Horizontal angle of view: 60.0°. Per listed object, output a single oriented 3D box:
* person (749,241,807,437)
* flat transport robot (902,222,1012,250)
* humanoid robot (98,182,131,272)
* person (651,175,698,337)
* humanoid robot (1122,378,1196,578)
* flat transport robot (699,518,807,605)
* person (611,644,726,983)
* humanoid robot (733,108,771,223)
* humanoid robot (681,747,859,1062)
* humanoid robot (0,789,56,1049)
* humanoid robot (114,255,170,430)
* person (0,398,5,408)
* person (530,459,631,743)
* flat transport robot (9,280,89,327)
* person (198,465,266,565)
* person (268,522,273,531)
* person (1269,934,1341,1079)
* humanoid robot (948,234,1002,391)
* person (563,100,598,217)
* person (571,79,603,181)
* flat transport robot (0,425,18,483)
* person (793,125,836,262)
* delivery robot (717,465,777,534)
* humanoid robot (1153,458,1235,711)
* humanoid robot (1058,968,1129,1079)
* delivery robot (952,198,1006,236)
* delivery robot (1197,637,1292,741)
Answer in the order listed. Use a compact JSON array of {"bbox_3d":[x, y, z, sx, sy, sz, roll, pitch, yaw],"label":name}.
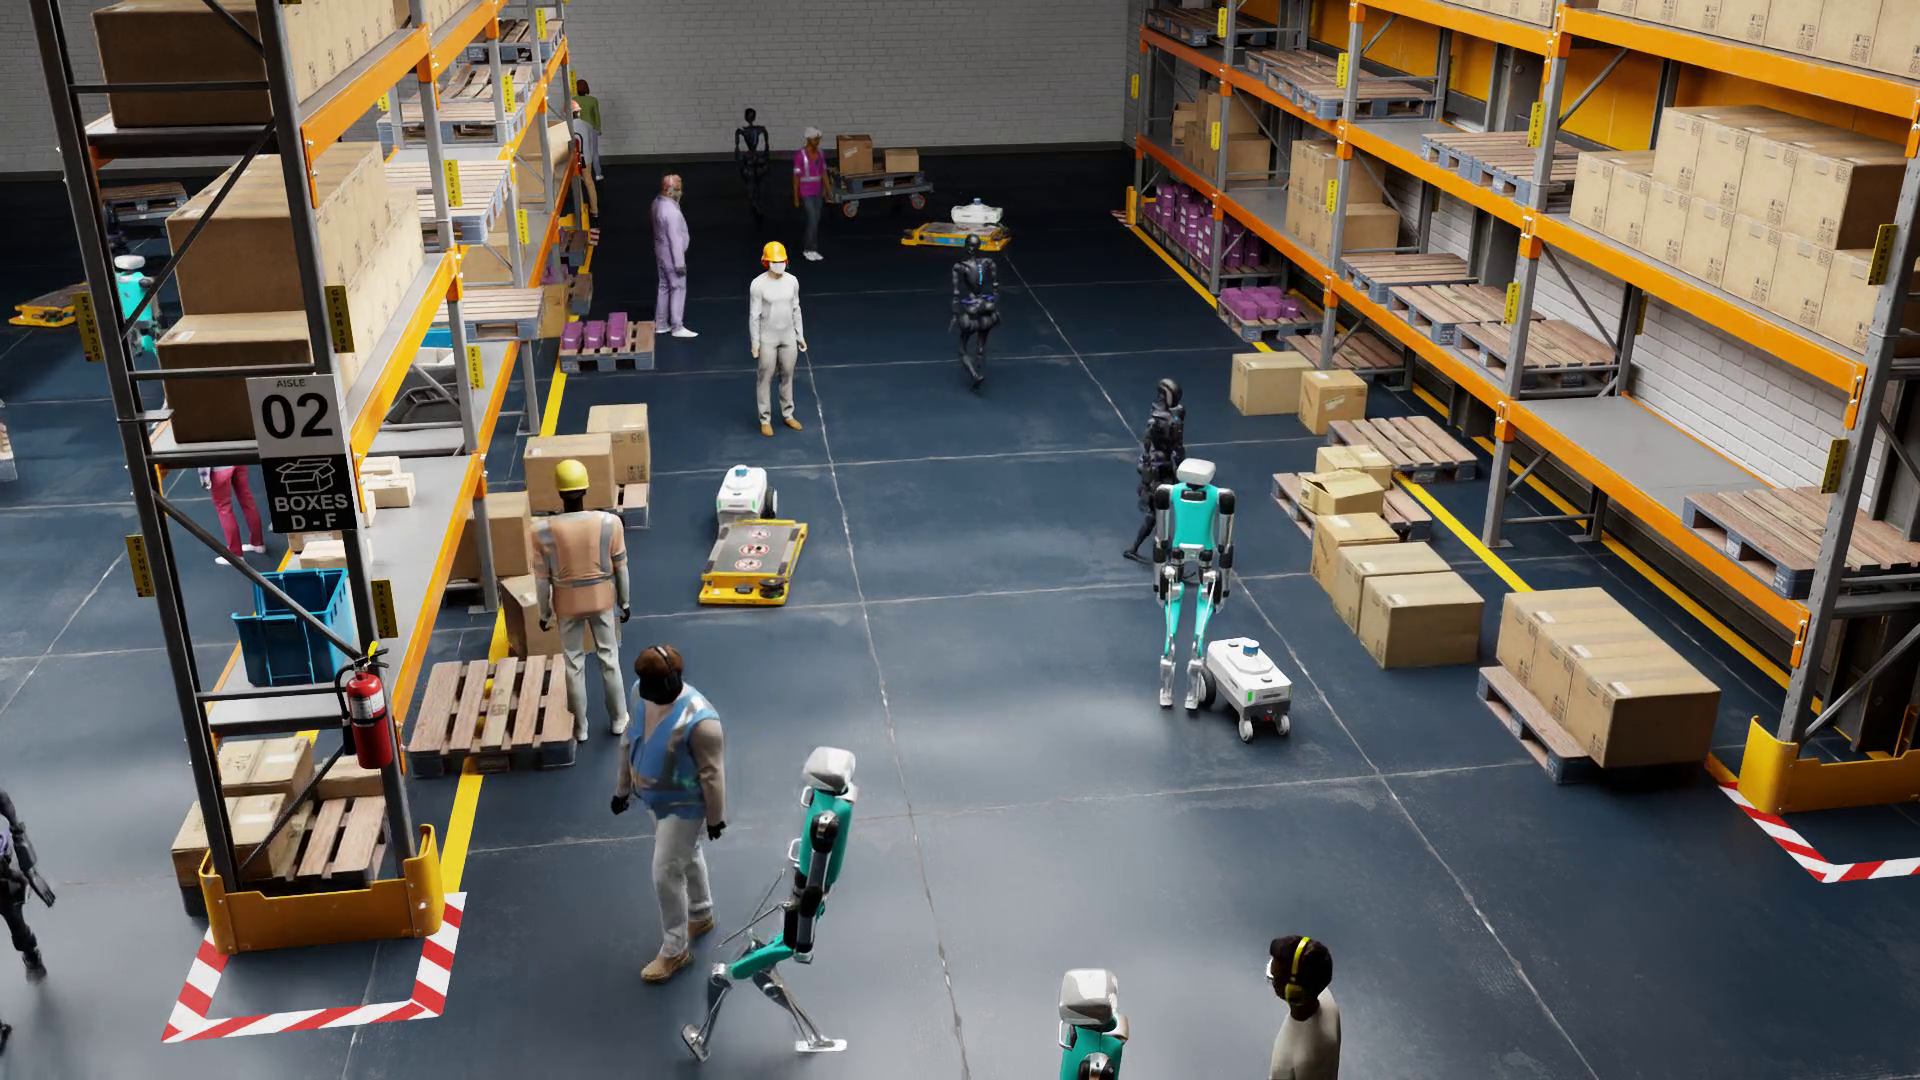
[{"bbox_3d":[-1.775,-1.958,16.118,0.570,1.897,0.365,-14,27,-28],"label":"person"},{"bbox_3d":[-0.044,-4.268,23.401,1.431,0.231,0.659,6,25,14],"label":"flat transport robot"},{"bbox_3d":[-10.103,-3.476,19.854,0.383,1.645,0.602,4,24,8],"label":"humanoid robot"},{"bbox_3d":[-3.310,-3.244,19.077,0.444,1.887,0.681,-11,26,-24],"label":"person"},{"bbox_3d":[1.630,-0.503,13.129,0.761,1.627,0.614,18,29,35],"label":"humanoid robot"},{"bbox_3d":[-1.643,0.142,13.355,0.659,0.231,1.431,1,24,2],"label":"flat transport robot"},{"bbox_3d":[-1.568,1.387,8.587,0.711,1.819,0.622,-19,30,-37],"label":"person"},{"bbox_3d":[-3.036,-5.558,24.633,0.589,1.646,0.696,-14,27,-28],"label":"humanoid robot"},{"bbox_3d":[-0.960,1.763,7.881,0.985,1.779,0.556,2,24,4],"label":"humanoid robot"},{"bbox_3d":[-4.830,1.671,8.203,0.609,1.634,0.792,-8,25,-18],"label":"humanoid robot"},{"bbox_3d":[-7.869,-2.035,16.559,0.531,1.774,1.015,8,25,18],"label":"humanoid robot"},{"bbox_3d":[-10.056,-2.231,16.689,0.487,1.942,0.436,-14,27,-29],"label":"person"},{"bbox_3d":[-2.426,0.398,10.713,0.594,1.923,0.375,-8,25,-17],"label":"person"},{"bbox_3d":[-10.780,-2.873,20.224,0.659,0.231,1.431,5,24,11],"label":"flat transport robot"},{"bbox_3d":[-5.898,-0.582,13.319,0.280,1.628,0.501,8,25,18],"label":"person"},{"bbox_3d":[-5.696,-0.926,13.947,0.561,1.745,0.336,-6,25,-14],"label":"person"},{"bbox_3d":[1.281,2.316,6.419,0.311,1.864,0.526,5,24,12],"label":"person"},{"bbox_3d":[0.191,-2.354,17.288,0.610,1.641,0.387,-14,27,-29],"label":"humanoid robot"},{"bbox_3d":[-5.683,-5.652,24.724,0.368,1.741,0.562,16,28,32],"label":"person"},{"bbox_3d":[-6.138,-6.727,27.303,0.498,1.633,0.279,-3,24,-6],"label":"person"},{"bbox_3d":[-9.043,-0.474,14.758,0.659,0.231,1.431,-14,27,-28],"label":"flat transport robot"},{"bbox_3d":[-1.957,-4.637,22.299,0.499,1.828,0.526,19,30,37],"label":"person"},{"bbox_3d":[-1.843,-0.350,14.127,0.499,0.601,0.775,0,24,1],"label":"delivery robot"},{"bbox_3d":[1.491,0.379,10.929,0.544,1.752,0.679,6,24,13],"label":"humanoid robot"},{"bbox_3d":[0.246,2.355,6.320,0.735,1.677,0.533,2,24,4],"label":"humanoid robot"},{"bbox_3d":[0.282,-4.557,23.727,0.786,0.614,0.501,6,24,13],"label":"delivery robot"},{"bbox_3d":[1.924,0.956,11.160,0.499,0.607,0.808,-7,25,-15],"label":"delivery robot"}]
